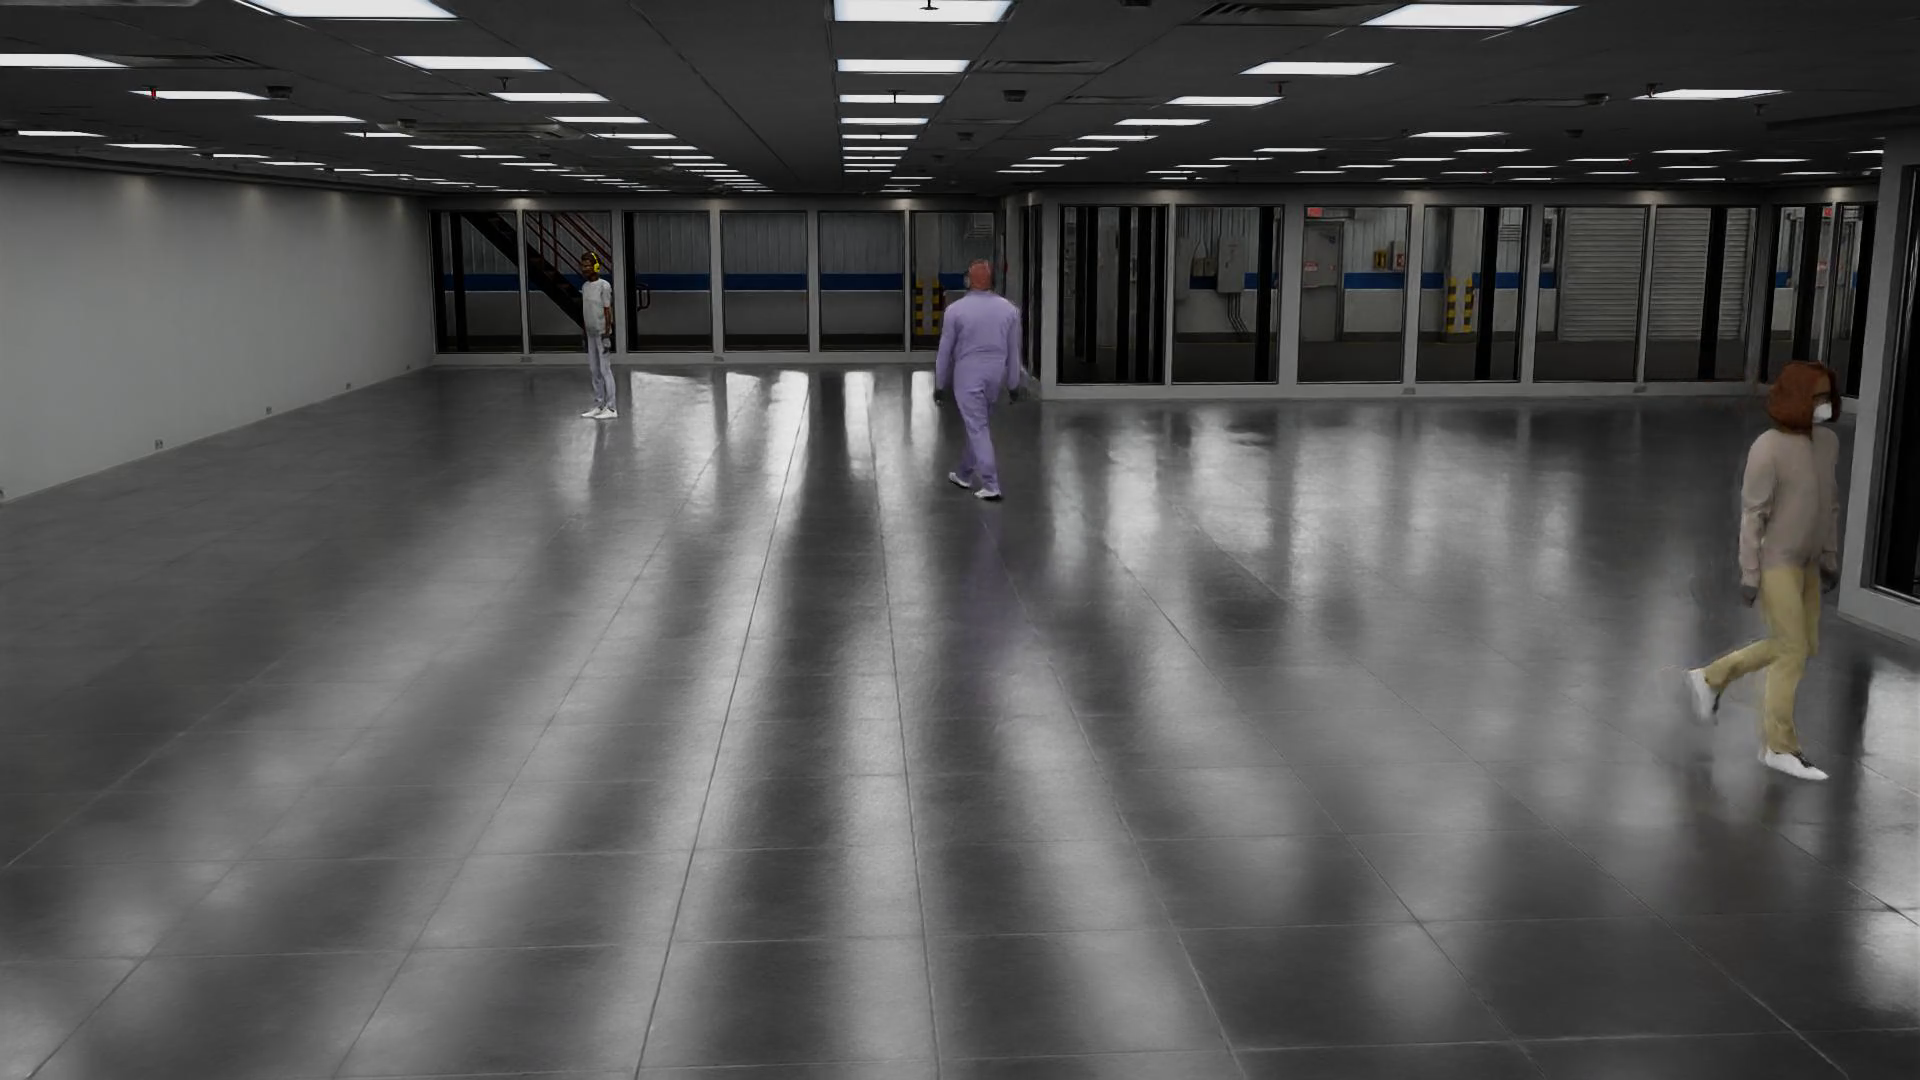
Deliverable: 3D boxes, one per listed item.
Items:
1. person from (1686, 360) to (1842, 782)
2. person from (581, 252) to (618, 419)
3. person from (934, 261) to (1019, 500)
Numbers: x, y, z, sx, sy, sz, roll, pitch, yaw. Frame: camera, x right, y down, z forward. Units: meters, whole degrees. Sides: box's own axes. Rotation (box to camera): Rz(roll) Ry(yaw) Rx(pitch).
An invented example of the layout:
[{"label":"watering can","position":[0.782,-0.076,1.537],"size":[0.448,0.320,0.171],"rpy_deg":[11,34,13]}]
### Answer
[{"label":"person","position":[3.174,0.091,6.497],"size":[0.503,1.610,0.593],"rpy_deg":[-7,13,-34]},{"label":"person","position":[-4.067,-2.280,18.631],"size":[0.505,1.861,0.328],"rpy_deg":[9,14,41]},{"label":"person","position":[0.112,-1.270,13.177],"size":[0.664,1.852,0.986],"rpy_deg":[-6,12,-29]}]
